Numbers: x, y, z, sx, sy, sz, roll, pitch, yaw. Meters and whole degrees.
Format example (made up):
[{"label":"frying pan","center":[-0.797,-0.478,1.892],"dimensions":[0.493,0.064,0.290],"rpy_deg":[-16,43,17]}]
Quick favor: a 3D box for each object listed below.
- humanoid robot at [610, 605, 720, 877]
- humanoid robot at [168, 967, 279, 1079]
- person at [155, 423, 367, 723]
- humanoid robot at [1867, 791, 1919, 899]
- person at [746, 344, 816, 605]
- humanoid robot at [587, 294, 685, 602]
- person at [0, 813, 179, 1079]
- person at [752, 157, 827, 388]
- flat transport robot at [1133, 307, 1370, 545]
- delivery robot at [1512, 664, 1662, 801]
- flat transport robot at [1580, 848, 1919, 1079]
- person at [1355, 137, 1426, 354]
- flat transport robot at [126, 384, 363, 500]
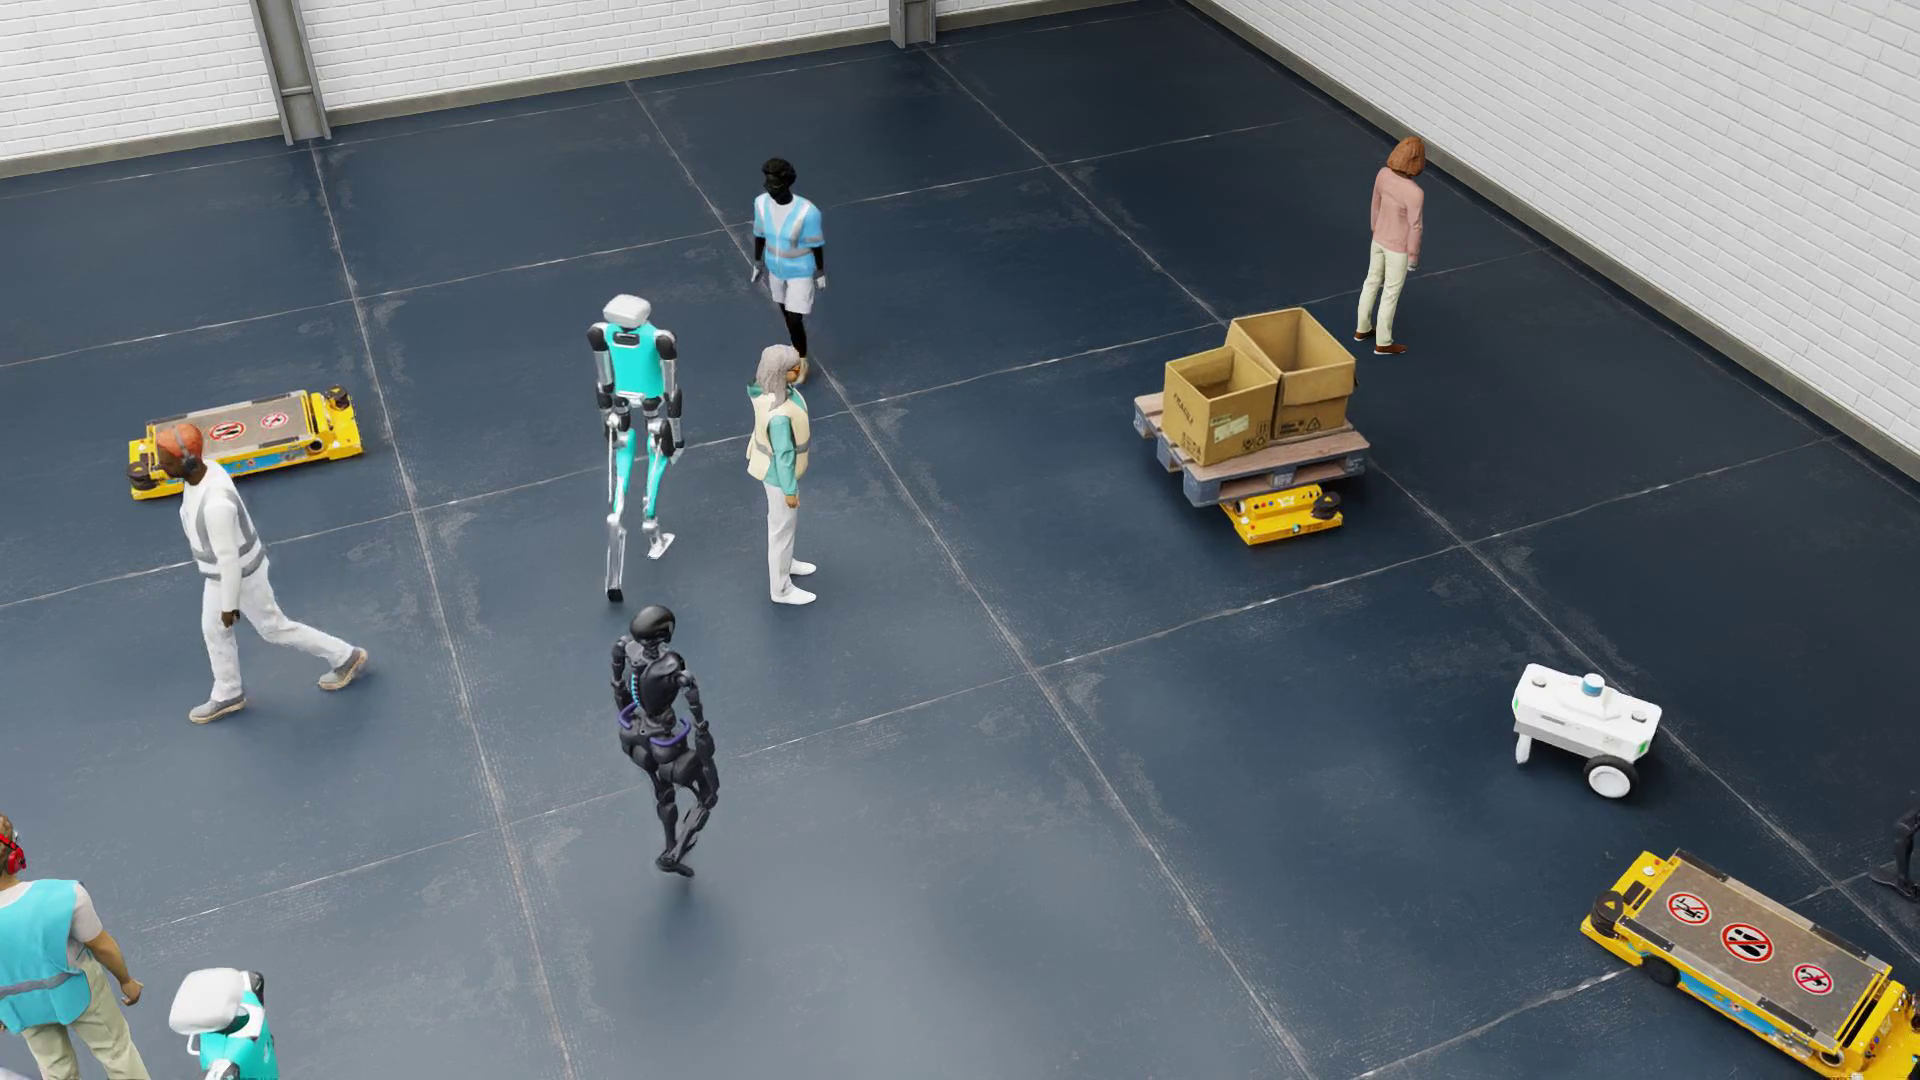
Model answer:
[{"label":"humanoid robot","center":[-1.420,0.950,7.884],"dimensions":[0.609,1.650,0.370],"rpy_deg":[22,43,26]},{"label":"humanoid robot","center":[-2.738,2.240,6.143],"dimensions":[0.992,1.735,0.545],"rpy_deg":[-5,38,-6]},{"label":"person","center":[-3.781,0.145,8.792],"dimensions":[0.916,1.848,0.568],"rpy_deg":[-24,44,-28]},{"label":"humanoid robot","center":[4.678,1.083,7.712],"dimensions":[0.609,1.644,0.352],"rpy_deg":[-28,46,-31]},{"label":"person","center":[-1.034,-0.378,9.590],"dimensions":[0.373,1.700,0.458],"rpy_deg":[-5,38,-7]},{"label":"humanoid robot","center":[-1.953,-0.444,9.692],"dimensions":[0.539,1.823,0.872],"rpy_deg":[9,38,11]},{"label":"person","center":[-3.595,1.819,6.612],"dimensions":[0.568,1.842,0.373],"rpy_deg":[-10,39,-12]},{"label":"person","center":[-1.220,-1.835,11.499],"dimensions":[0.556,1.675,0.548],"rpy_deg":[21,42,25]},{"label":"flat transport robot","center":[1.885,-0.500,10.924],"dimensions":[0.659,0.231,1.431],"rpy_deg":[-12,39,-15]},{"label":"delivery robot","center":[3.315,0.982,8.776],"dimensions":[0.785,0.614,0.510],"rpy_deg":[20,42,24]},{"label":"flat transport robot","center":[3.700,1.976,7.701],"dimensions":[1.431,0.231,0.659],"rpy_deg":[31,47,34]},{"label":"person","center":[3.099,-2.104,11.889],"dimensions":[0.288,1.633,0.498],"rpy_deg":[-17,41,-21]},{"label":"flat transport robot","center":[-4.792,-0.662,11.135],"dimensions":[1.431,0.231,0.659],"rpy_deg":[-14,40,-18]}]
